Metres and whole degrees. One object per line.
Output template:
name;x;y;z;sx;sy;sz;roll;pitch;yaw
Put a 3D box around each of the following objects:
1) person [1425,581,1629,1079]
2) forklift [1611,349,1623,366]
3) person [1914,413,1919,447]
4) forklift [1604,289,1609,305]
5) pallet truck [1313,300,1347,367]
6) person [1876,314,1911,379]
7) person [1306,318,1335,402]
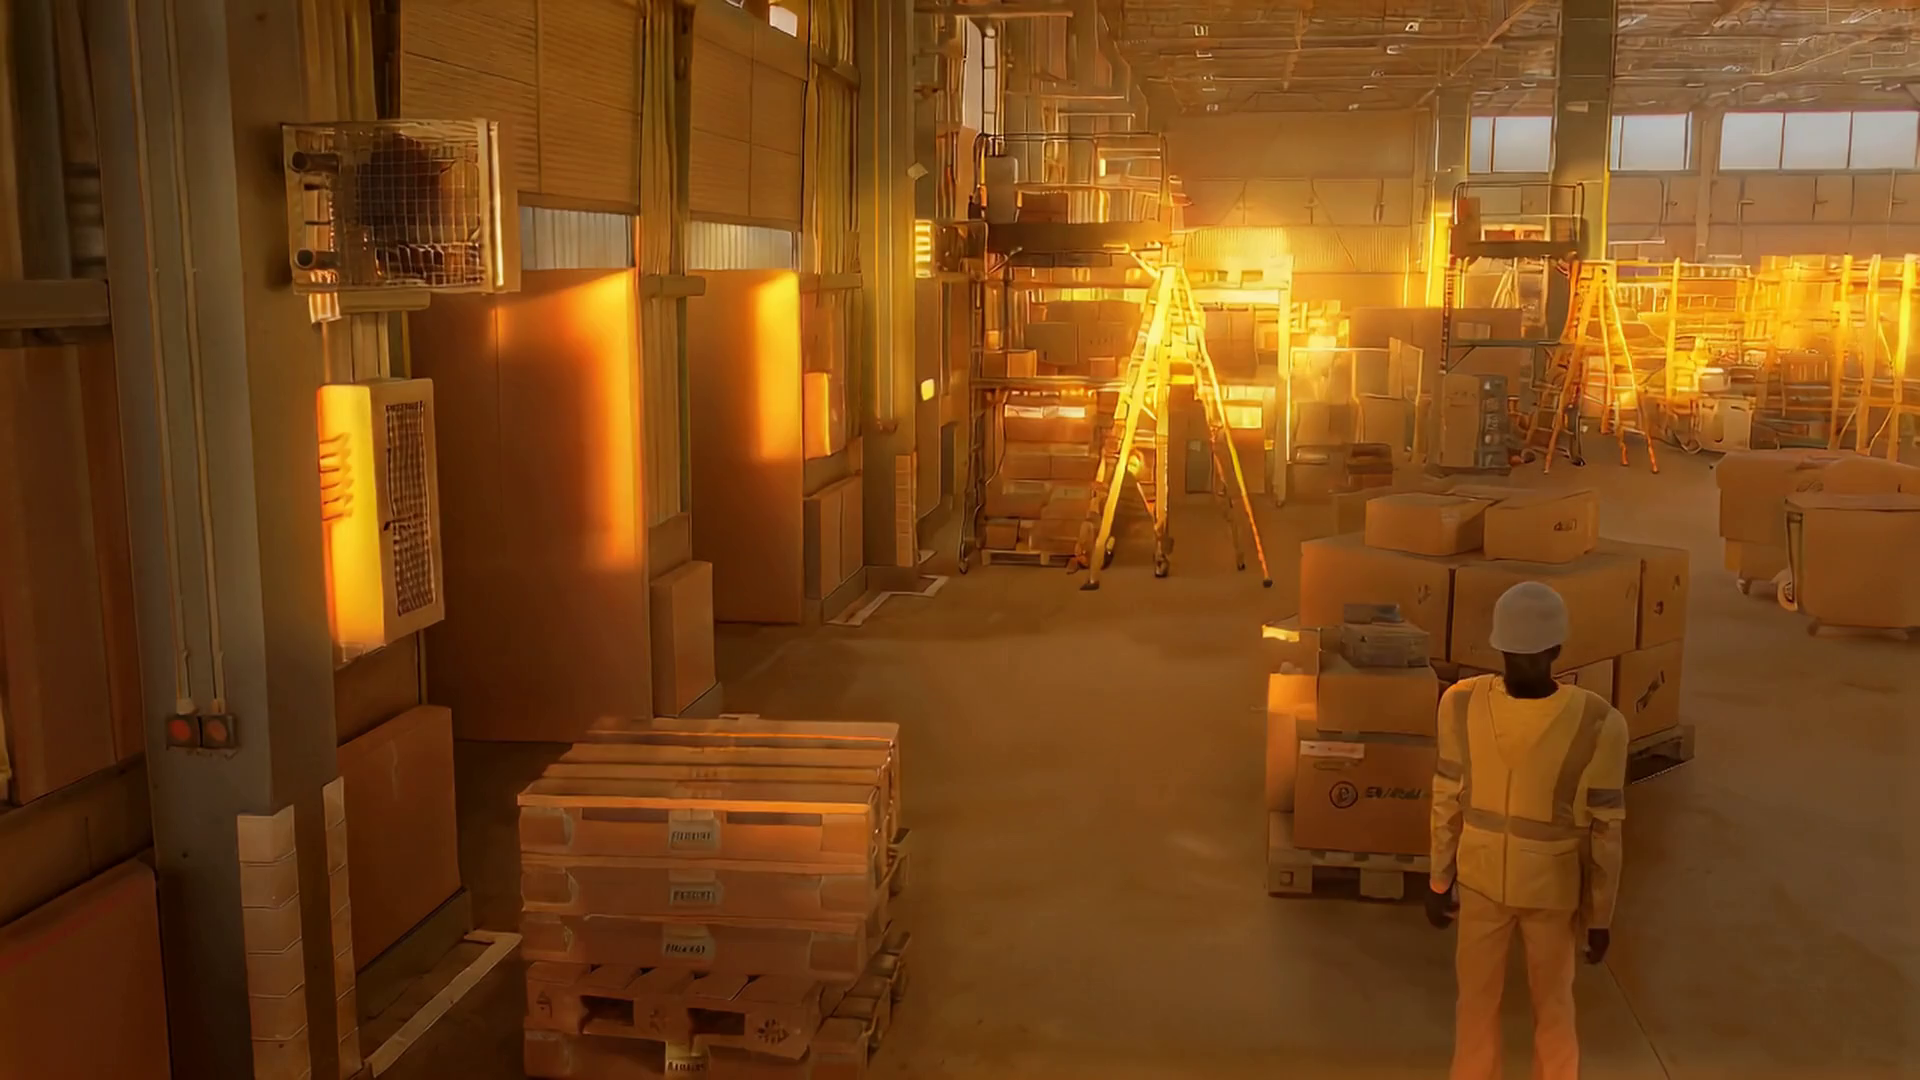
person;1.730;1.066;5.163;0.590;1.918;0.398;7;12;38
forklift;15.413;-5.271;41.272;1.873;2.768;1.129;1;9;9
person;15.616;-2.344;26.743;0.319;1.739;0.485;9;13;44
forklift;16.940;-5.783;44.435;1.129;2.768;1.873;-1;9;-8
pallet truck;11.159;-6.200;49.718;0.823;1.965;1.885;4;10;26
person;20.742;-4.065;36.918;0.638;1.874;1.037;0;9;-3
person;7.214;-3.486;33.272;0.545;1.905;0.924;3;10;16
